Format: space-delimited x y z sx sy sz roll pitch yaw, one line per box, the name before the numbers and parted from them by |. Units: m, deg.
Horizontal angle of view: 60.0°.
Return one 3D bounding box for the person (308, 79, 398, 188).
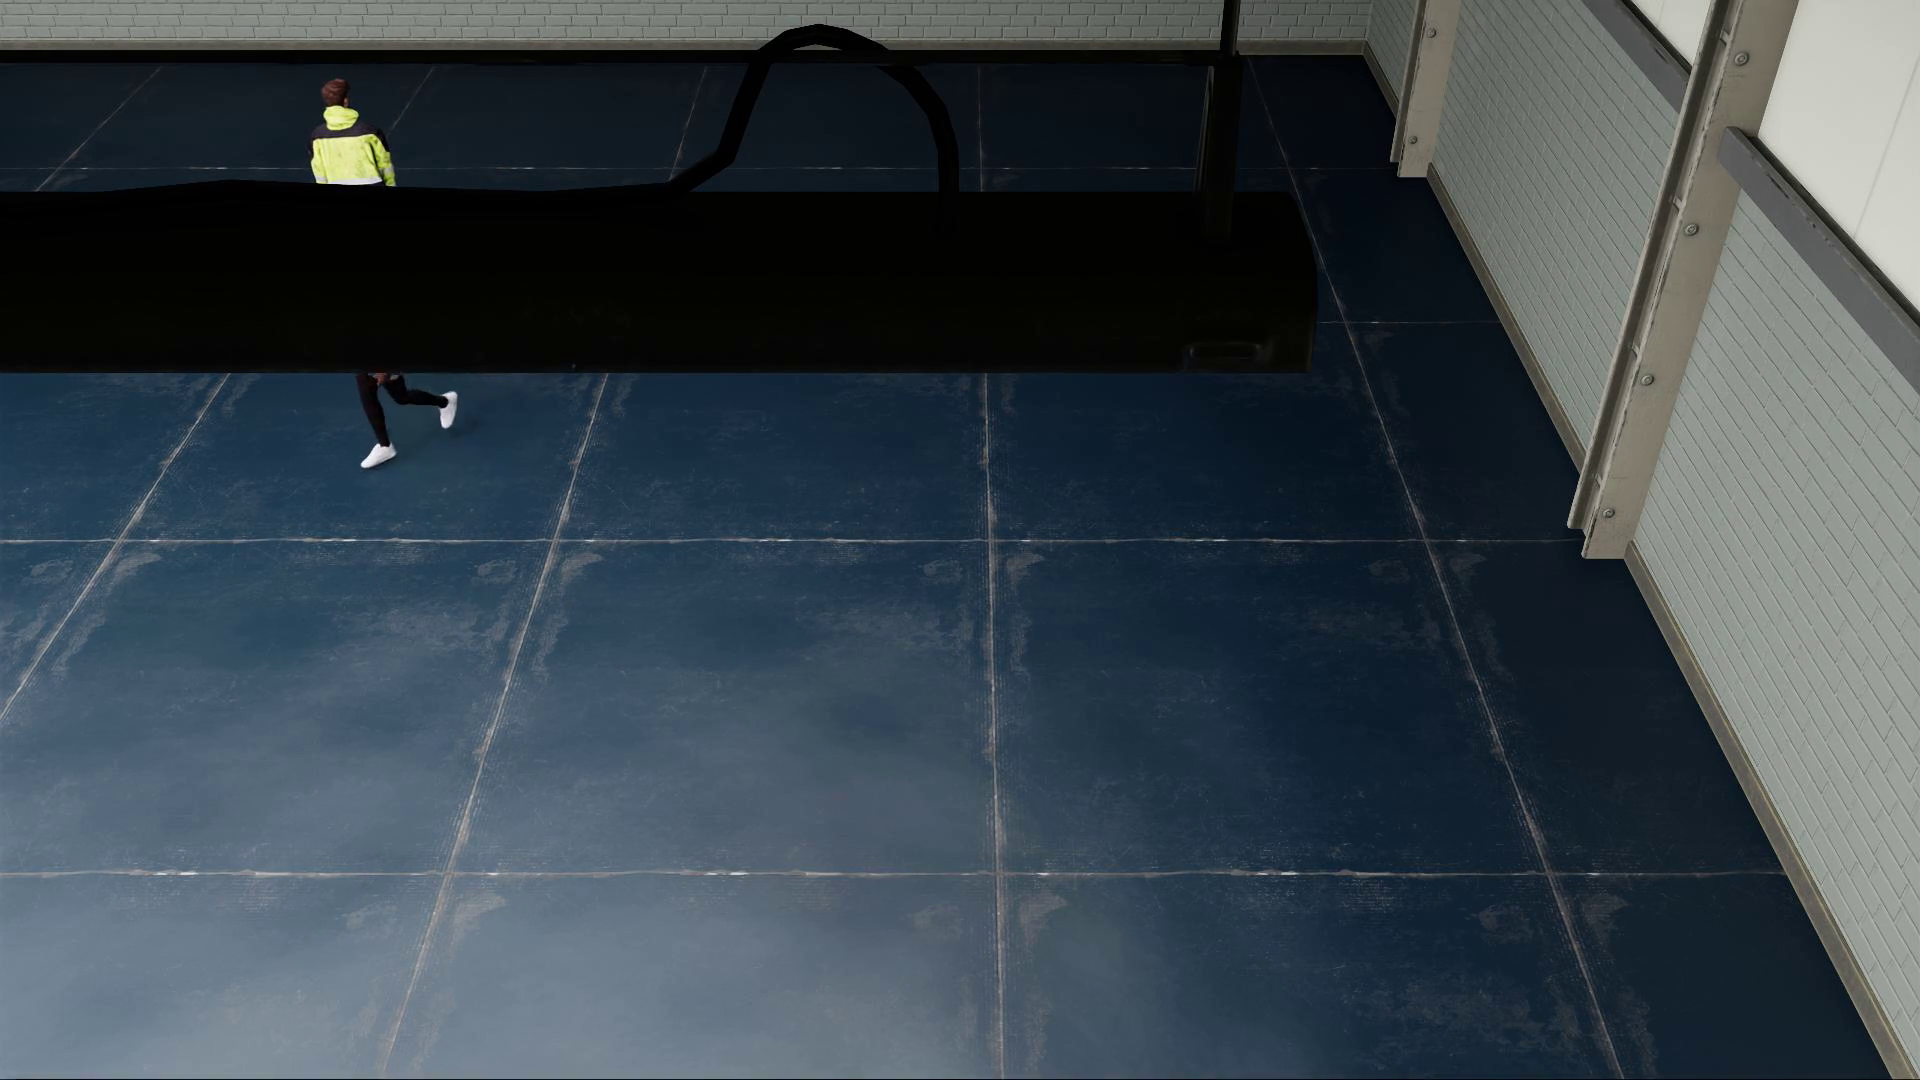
person | -4.834 -2.746 13.424 0.821 1.977 0.723 -7 38 -9
